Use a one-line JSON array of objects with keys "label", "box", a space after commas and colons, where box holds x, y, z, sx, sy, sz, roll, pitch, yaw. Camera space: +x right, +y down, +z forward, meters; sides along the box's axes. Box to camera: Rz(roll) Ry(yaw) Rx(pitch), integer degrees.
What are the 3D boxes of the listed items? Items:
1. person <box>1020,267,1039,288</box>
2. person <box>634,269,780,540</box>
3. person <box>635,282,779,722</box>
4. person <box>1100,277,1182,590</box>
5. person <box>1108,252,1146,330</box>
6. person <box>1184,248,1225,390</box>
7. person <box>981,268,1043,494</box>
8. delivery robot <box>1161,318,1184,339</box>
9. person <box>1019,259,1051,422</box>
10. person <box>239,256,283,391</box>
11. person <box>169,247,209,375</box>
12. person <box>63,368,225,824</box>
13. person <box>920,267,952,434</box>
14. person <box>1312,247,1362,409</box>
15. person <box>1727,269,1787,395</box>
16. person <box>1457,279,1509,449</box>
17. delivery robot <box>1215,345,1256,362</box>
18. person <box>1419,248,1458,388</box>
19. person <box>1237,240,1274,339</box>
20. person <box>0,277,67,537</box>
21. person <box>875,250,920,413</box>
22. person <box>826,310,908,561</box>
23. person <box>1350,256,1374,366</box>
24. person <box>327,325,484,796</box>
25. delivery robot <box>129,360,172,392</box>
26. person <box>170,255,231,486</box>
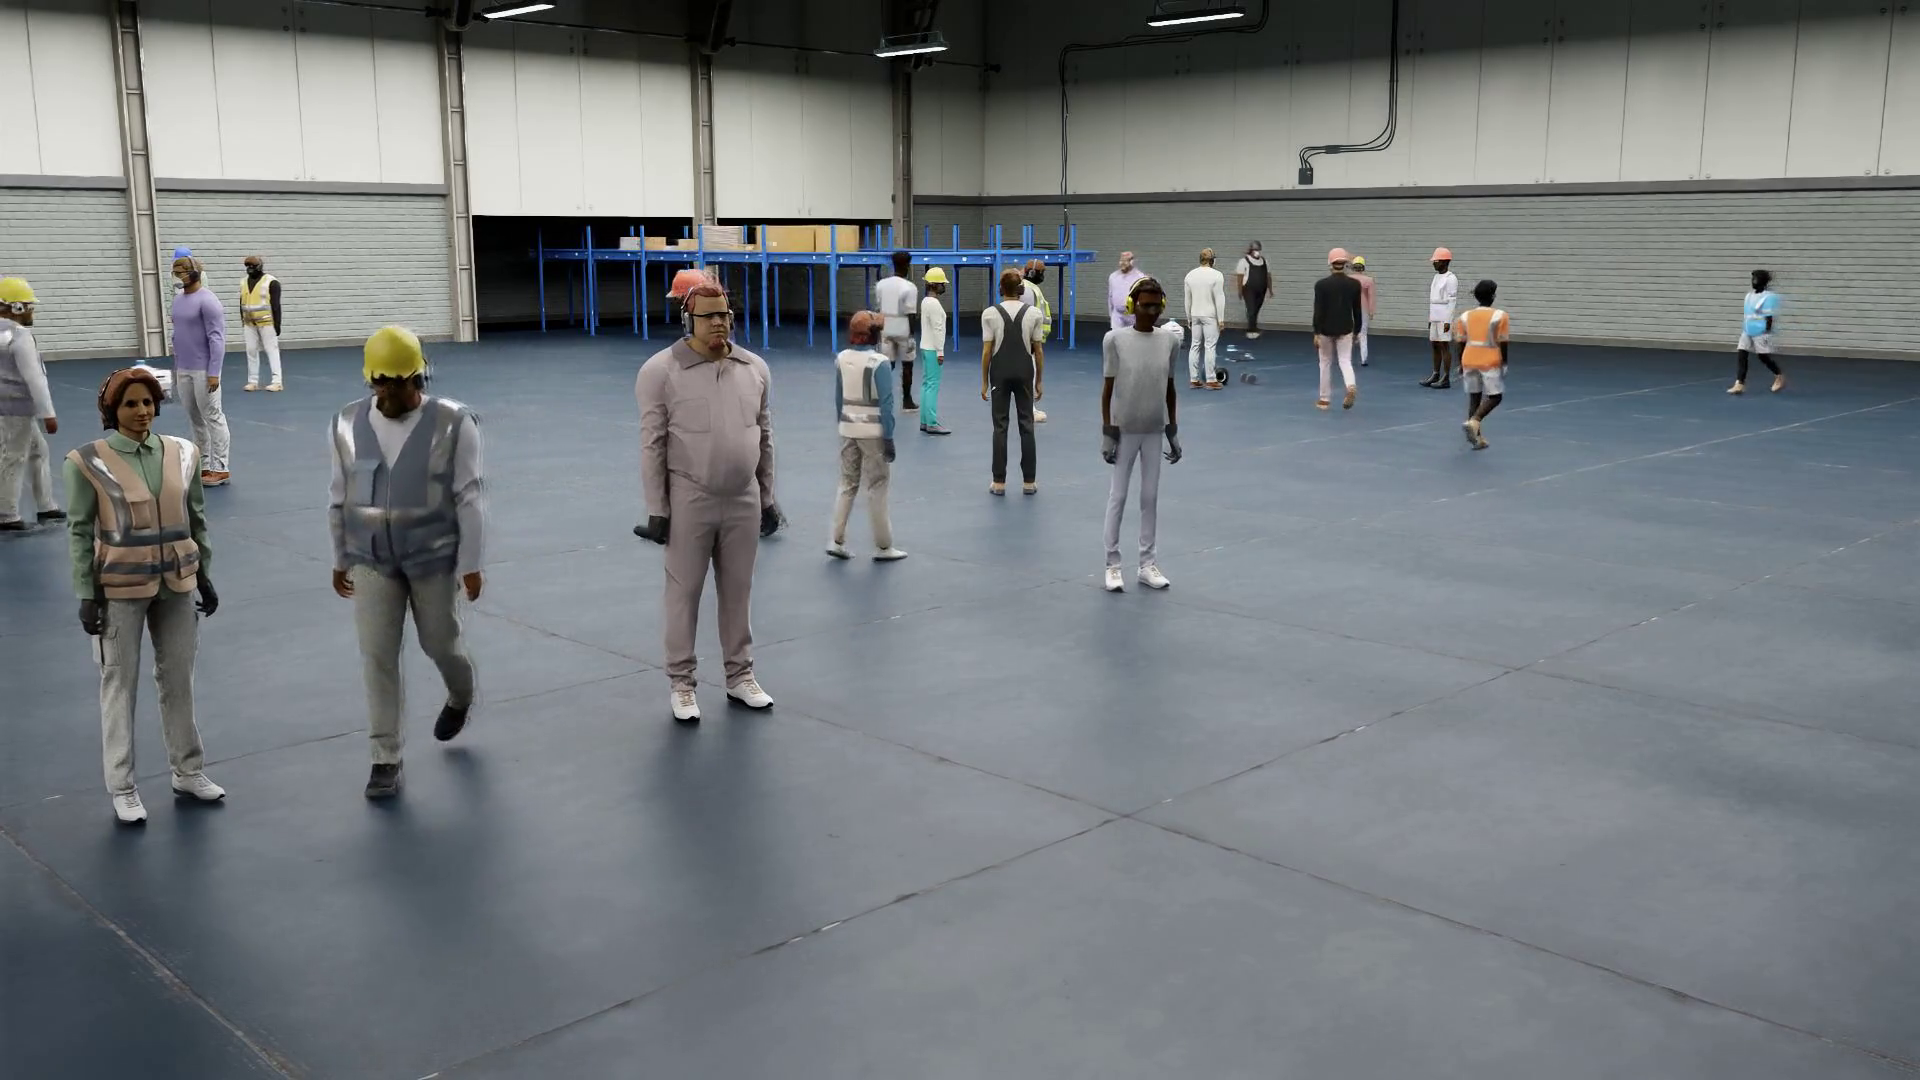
[{"label": "person", "box": [1.020, -3.642, 27.070, 0.510, 1.610, 0.544, 4, 11, 22]}, {"label": "person", "box": [-1.755, -0.942, 11.620, 1.015, 1.891, 0.551, 0, 10, -1]}, {"label": "person", "box": [-1.086, -0.172, 7.335, 0.643, 1.908, 0.408, -7, 13, -34]}, {"label": "person", "box": [1.088, -0.636, 9.981, 0.520, 1.865, 0.332, -3, 11, -15]}, {"label": "person", "box": [2.557, -3.473, 25.474, 0.656, 1.862, 1.019, 5, 12, 26]}, {"label": "person", "box": [3.384, -3.053, 22.954, 0.627, 1.940, 0.372, 9, 14, 42]}, {"label": "person", "box": [0.424, -1.301, 13.666, 0.506, 1.842, 0.344, 0, 10, -2]}, {"label": "delivery robot", "box": [4.020, -3.961, 31.543, 0.477, 0.478, 0.707, -1, 10, -3]}, {"label": "person", "box": [0.835, -2.300, 19.126, 0.429, 1.840, 0.624, 0, 10, 3]}, {"label": "person", "box": [-9.551, -2.950, 22.687, 0.635, 1.834, 0.430, 2, 11, 12]}, {"label": "person", "box": [-11.510, -3.400, 24.851, 0.605, 1.936, 0.411, 1, 10, 7]}, {"label": "person", "box": [-2.978, 0.191, 6.083, 0.306, 1.640, 0.523, 7, 13, 35]}, {"label": "person", "box": [-0.268, -2.027, 17.833, 0.310, 1.768, 0.533, -3, 11, -16]}, {"label": "person", "box": [4.580, -2.546, 20.118, 0.624, 1.969, 0.817, -1, 10, -6]}, {"label": "person", "box": [10.706, -2.783, 22.222, 0.758, 1.673, 0.537, -3, 11, -15]}, {"label": "person", "box": [5.126, -1.727, 16.396, 0.542, 1.685, 0.546, -9, 14, -41]}, {"label": "delivery robot", "box": [3.872, -2.672, 23.802, 0.698, 0.223, 0.335, -2, 11, -11]}, {"label": "person", "box": [6.689, -3.097, 23.197, 0.358, 1.938, 0.548, -2, 11, -13]}, {"label": "person", "box": [6.081, -5.101, 33.962, 0.698, 2.000, 0.968, -4, 11, -22]}, {"label": "person", "box": [-6.604, -0.953, 11.849, 0.627, 1.804, 0.738, 8, 13, 39]}, {"label": "person", "box": [-0.780, -2.478, 19.817, 0.626, 1.943, 0.720, 7, 13, 34]}, {"label": "person", "box": [-0.627, -0.668, 10.843, 0.544, 1.636, 0.539, 10, 14, 43]}, {"label": "person", "box": [6.465, -3.725, 27.096, 0.533, 1.765, 0.329, 2, 11, 12]}, {"label": "person", "box": [-2.159, 0.036, 6.550, 0.611, 1.787, 0.817, -1, 10, -3]}, {"label": "delivery robot", "box": [-10.323, -2.023, 20.974, 0.477, 0.478, 0.707, 4, 11, 22]}, {"label": "person", "box": [-6.477, -1.435, 14.134, 0.630, 1.940, 0.371, 7, 12, 33]}]
